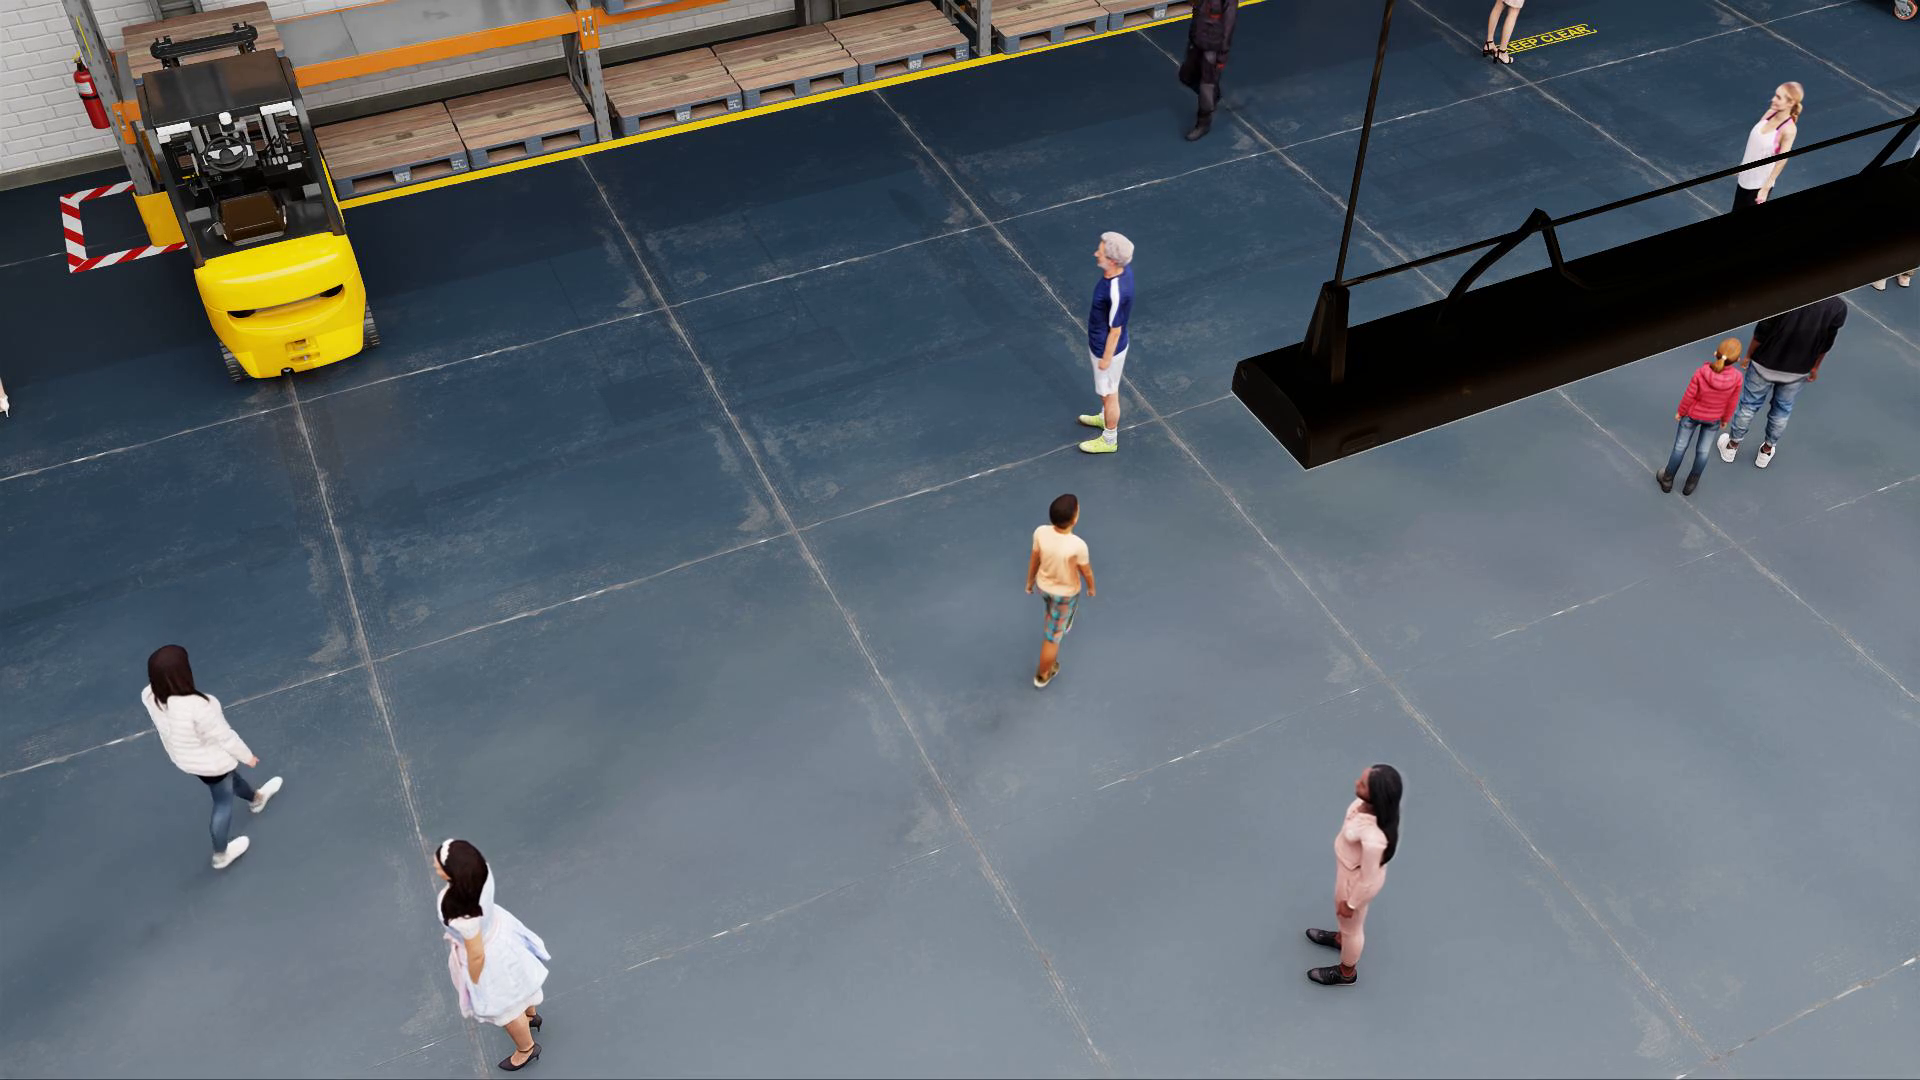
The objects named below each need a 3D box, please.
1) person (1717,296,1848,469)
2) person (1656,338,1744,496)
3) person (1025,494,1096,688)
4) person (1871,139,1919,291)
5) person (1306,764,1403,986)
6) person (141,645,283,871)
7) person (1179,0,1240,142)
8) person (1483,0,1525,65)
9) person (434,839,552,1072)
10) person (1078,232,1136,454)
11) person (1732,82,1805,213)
[{"bbox_3d":[5.880,-1.296,11.881,0.776,1.811,0.838,14,45,14],"label":"person"},{"bbox_3d":[5.274,-0.876,11.798,0.587,1.317,0.659,10,45,11],"label":"person"},{"bbox_3d":[0.582,0.345,10.431,0.878,1.435,1.021,22,48,21],"label":"person"},{"bbox_3d":[7.870,-2.856,13.518,0.615,1.812,0.797,-5,44,-5],"label":"person"},{"bbox_3d":[2.092,1.753,8.745,0.724,1.720,0.694,8,44,9],"label":"person"},{"bbox_3d":[-4.282,1.246,9.355,0.962,1.613,1.035,16,46,16],"label":"person"},{"bbox_3d":[2.383,-4.623,15.371,0.887,1.814,0.801,-29,51,-27],"label":"person"},{"bbox_3d":[5.476,-5.592,16.375,0.485,1.830,0.570,-18,47,-18],"label":"person"},{"bbox_3d":[-2.352,2.077,8.334,0.851,1.819,0.814,-2,44,-2],"label":"person"},{"bbox_3d":[1.075,-1.434,12.004,0.722,1.839,0.721,2,44,3],"label":"person"},{"bbox_3d":[6.528,-2.934,13.616,0.627,1.788,0.664,-5,44,-5],"label":"person"}]
